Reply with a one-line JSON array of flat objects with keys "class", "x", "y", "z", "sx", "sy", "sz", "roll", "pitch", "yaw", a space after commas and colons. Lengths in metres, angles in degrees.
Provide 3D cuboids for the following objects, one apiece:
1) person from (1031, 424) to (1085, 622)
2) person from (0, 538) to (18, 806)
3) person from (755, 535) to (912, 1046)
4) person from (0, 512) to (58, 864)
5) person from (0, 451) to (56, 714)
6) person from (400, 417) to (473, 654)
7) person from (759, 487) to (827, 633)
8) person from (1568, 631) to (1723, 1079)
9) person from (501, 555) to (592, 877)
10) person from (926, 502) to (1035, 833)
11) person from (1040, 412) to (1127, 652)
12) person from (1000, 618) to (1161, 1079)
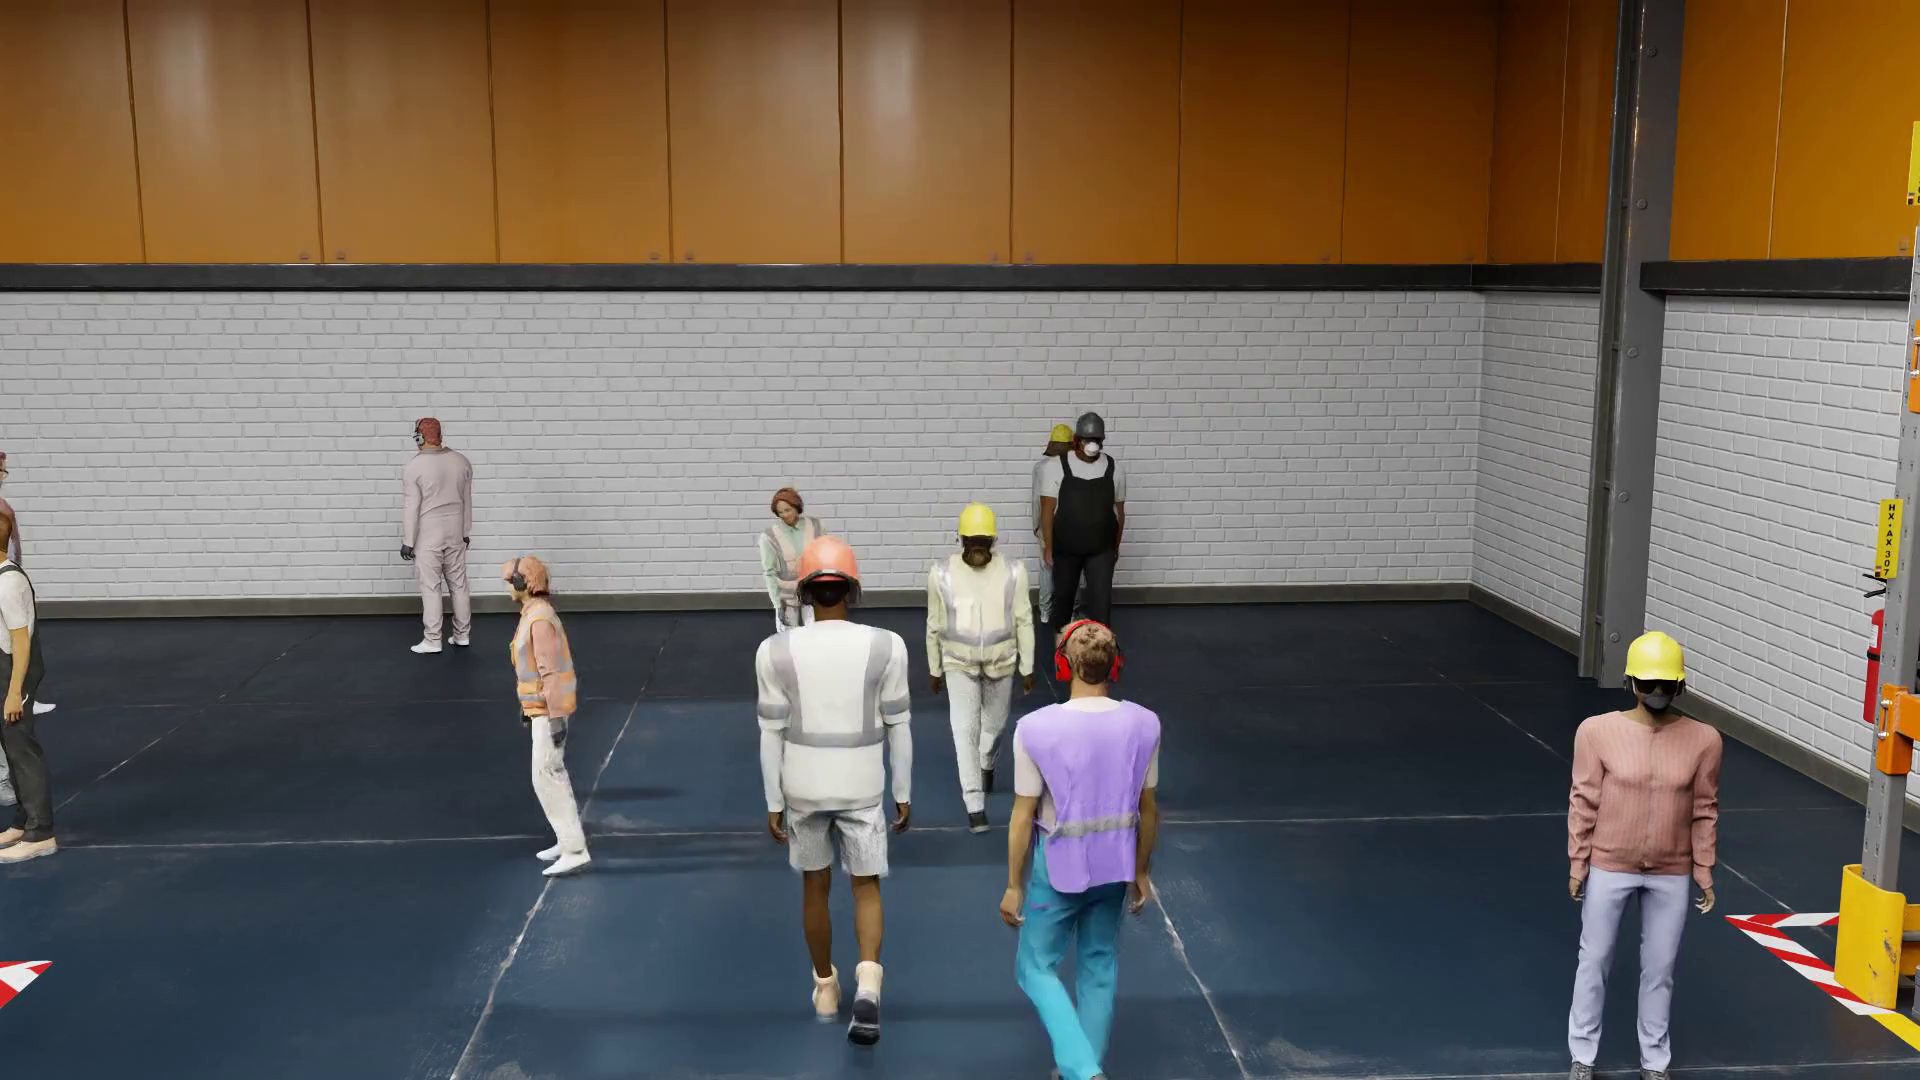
[{"class": "person", "x": 0.874, "y": -0.143, "z": 14.542, "sx": 0.490, "sy": 1.743, "sz": 0.324, "roll": 2, "pitch": 9, "yaw": 13}, {"class": "person", "x": -5.610, "y": 0.579, "z": 9.384, "sx": 0.403, "sy": 1.943, "sz": 0.606, "roll": 9, "pitch": 13, "yaw": 43}, {"class": "person", "x": -0.492, "y": 1.000, "z": 6.549, "sx": 0.614, "sy": 2.018, "sz": 0.746, "roll": 0, "pitch": 9, "yaw": -3}, {"class": "person", "x": -4.943, "y": 0.747, "z": 8.639, "sx": 0.326, "sy": 1.843, "sz": 0.517, "roll": -7, "pitch": 11, "yaw": -36}, {"class": "person", "x": -6.637, "y": 0.325, "z": 11.226, "sx": 0.664, "sy": 1.871, "sz": 0.756, "roll": 5, "pitch": 10, "yaw": 30}, {"class": "person", "x": -4.225, "y": -0.036, "z": 13.386, "sx": 0.407, "sy": 1.903, "sz": 0.639, "roll": 7, "pitch": 11, "yaw": 36}, {"class": "person", "x": -1.096, "y": 0.425, "z": 11.444, "sx": 0.562, "sy": 1.591, "sz": 0.732, "roll": -3, "pitch": 10, "yaw": -18}, {"class": "person", "x": 2.480, "y": 1.198, "z": 6.056, "sx": 0.523, "sy": 1.769, "sz": 0.314, "roll": 1, "pitch": 9, "yaw": 9}, {"class": "person", "x": -2.132, "y": 0.878, "z": 8.537, "sx": 0.384, "sy": 1.607, "sz": 0.569, "roll": -3, "pitch": 10, "yaw": -20}, {"class": "person", "x": 0.107, "y": 0.662, "z": 9.345, "sx": 0.597, "sy": 1.806, "sz": 0.890, "roll": -1, "pitch": 9, "yaw": -5}, {"class": "person", "x": 0.961, "y": -0.050, "z": 13.030, "sx": 0.682, "sy": 2.000, "sz": 0.980, "roll": 0, "pitch": 9, "yaw": -2}, {"class": "person", "x": 0.438, "y": 1.190, "z": 5.881, "sx": 0.596, "sy": 1.830, "sz": 0.534, "roll": -4, "pitch": 10, "yaw": -23}]
